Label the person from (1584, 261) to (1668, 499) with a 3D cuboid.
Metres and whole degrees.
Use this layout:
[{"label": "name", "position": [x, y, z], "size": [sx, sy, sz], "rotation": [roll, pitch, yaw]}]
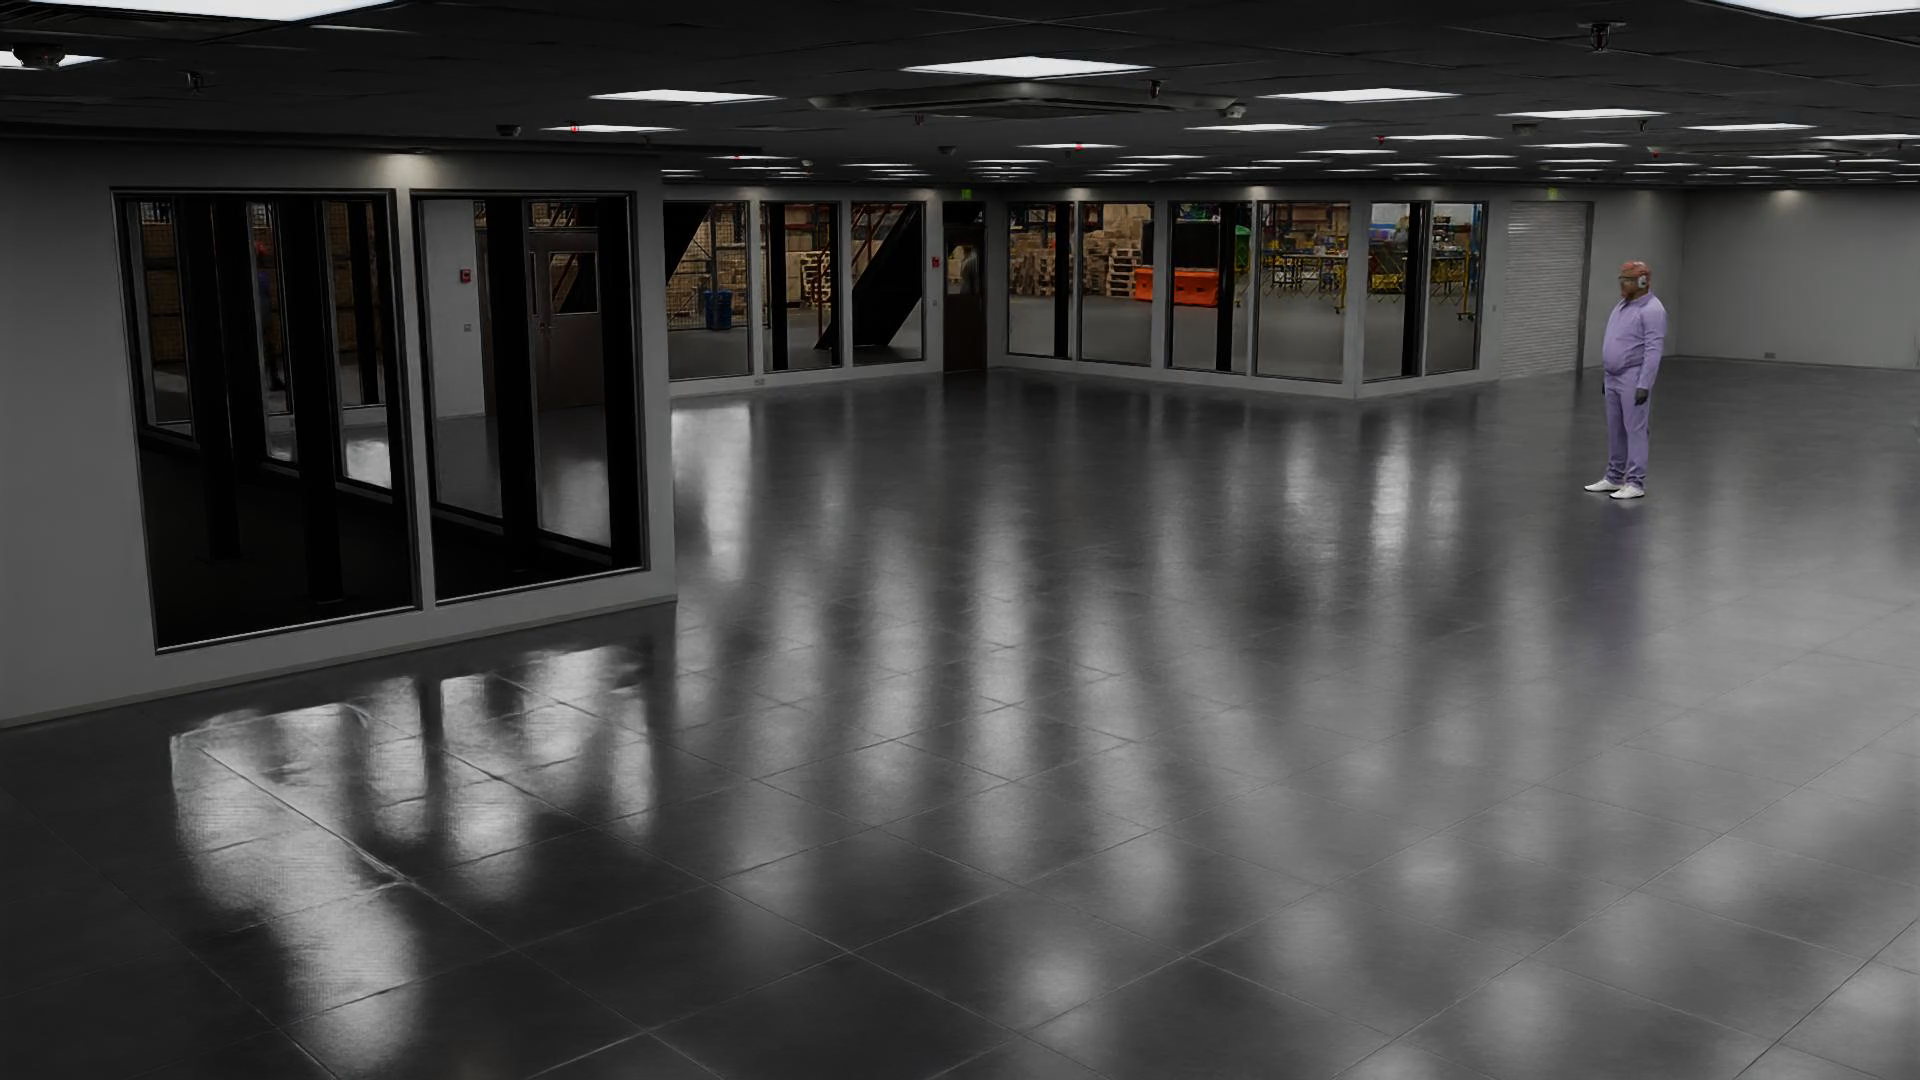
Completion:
[{"label": "person", "position": [5.383, -1.292, 13.437], "size": [0.409, 1.909, 0.642], "rotation": [-2, 11, -9]}]
